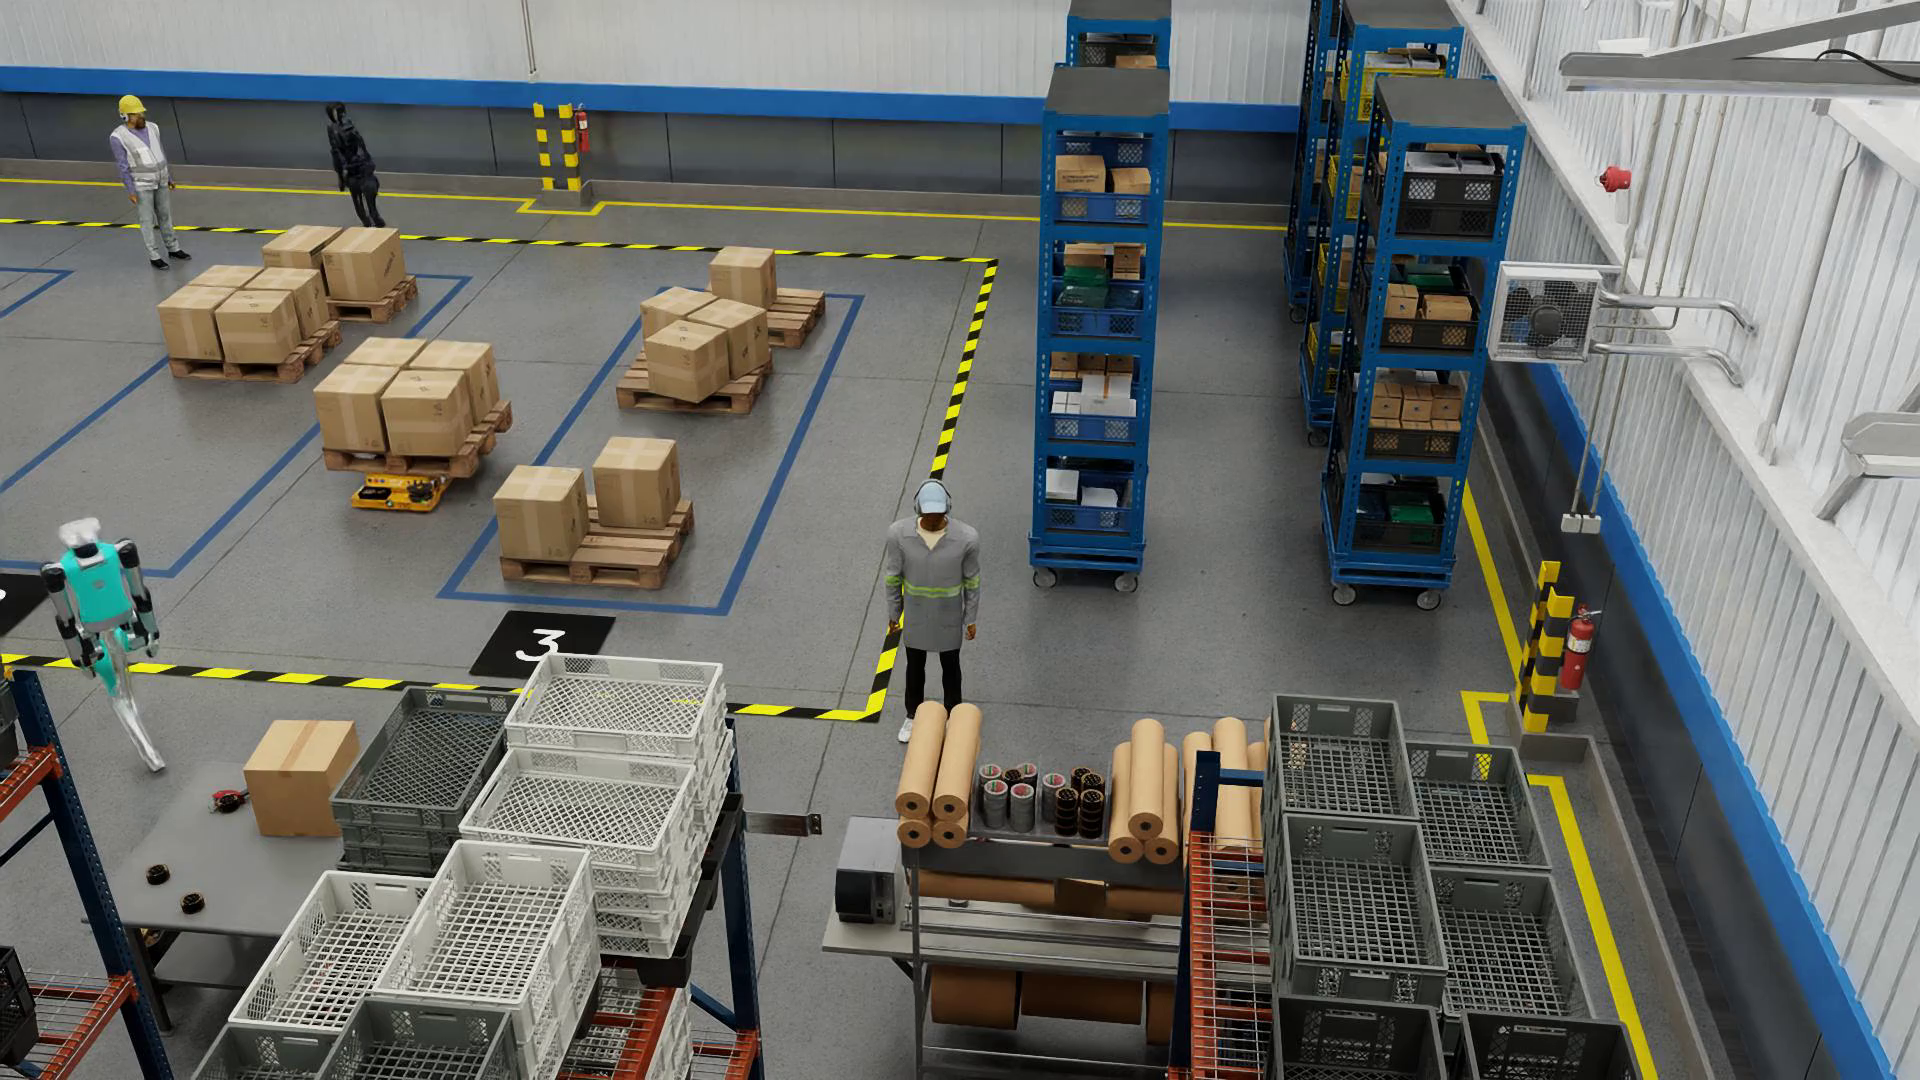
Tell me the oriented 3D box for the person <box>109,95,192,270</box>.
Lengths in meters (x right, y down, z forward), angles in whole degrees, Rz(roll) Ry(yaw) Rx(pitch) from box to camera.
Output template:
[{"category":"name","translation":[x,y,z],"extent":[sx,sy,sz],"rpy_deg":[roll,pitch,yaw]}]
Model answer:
[{"category":"person","translation":[-8.598,-3.801,17.643],"extent":[0.404,1.837,0.589],"rpy_deg":[13,33,21]}]

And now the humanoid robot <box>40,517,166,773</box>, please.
[{"category":"humanoid robot","translation":[-5.313,0.559,10.326],"extent":[0.533,1.758,1.070],"rpy_deg":[-22,37,-33]}]

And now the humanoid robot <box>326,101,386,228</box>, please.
[{"category":"humanoid robot","translation":[-6.523,-3.979,18.104],"extent":[0.614,1.636,0.425],"rpy_deg":[16,34,25]}]

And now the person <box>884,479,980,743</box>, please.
[{"category":"person","translation":[-0.173,0.454,10.320],"extent":[0.593,1.852,0.367],"rpy_deg":[3,30,5]}]

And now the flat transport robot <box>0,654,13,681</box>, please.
[{"category":"flat transport robot","translation":[-7.142,0.969,11.010],"extent":[1.431,0.231,0.659],"rpy_deg":[3,30,6]}]

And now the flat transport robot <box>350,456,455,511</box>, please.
[{"category":"flat transport robot","translation":[-4.455,-0.679,13.812],"extent":[0.652,0.197,1.431],"rpy_deg":[3,30,6]}]
